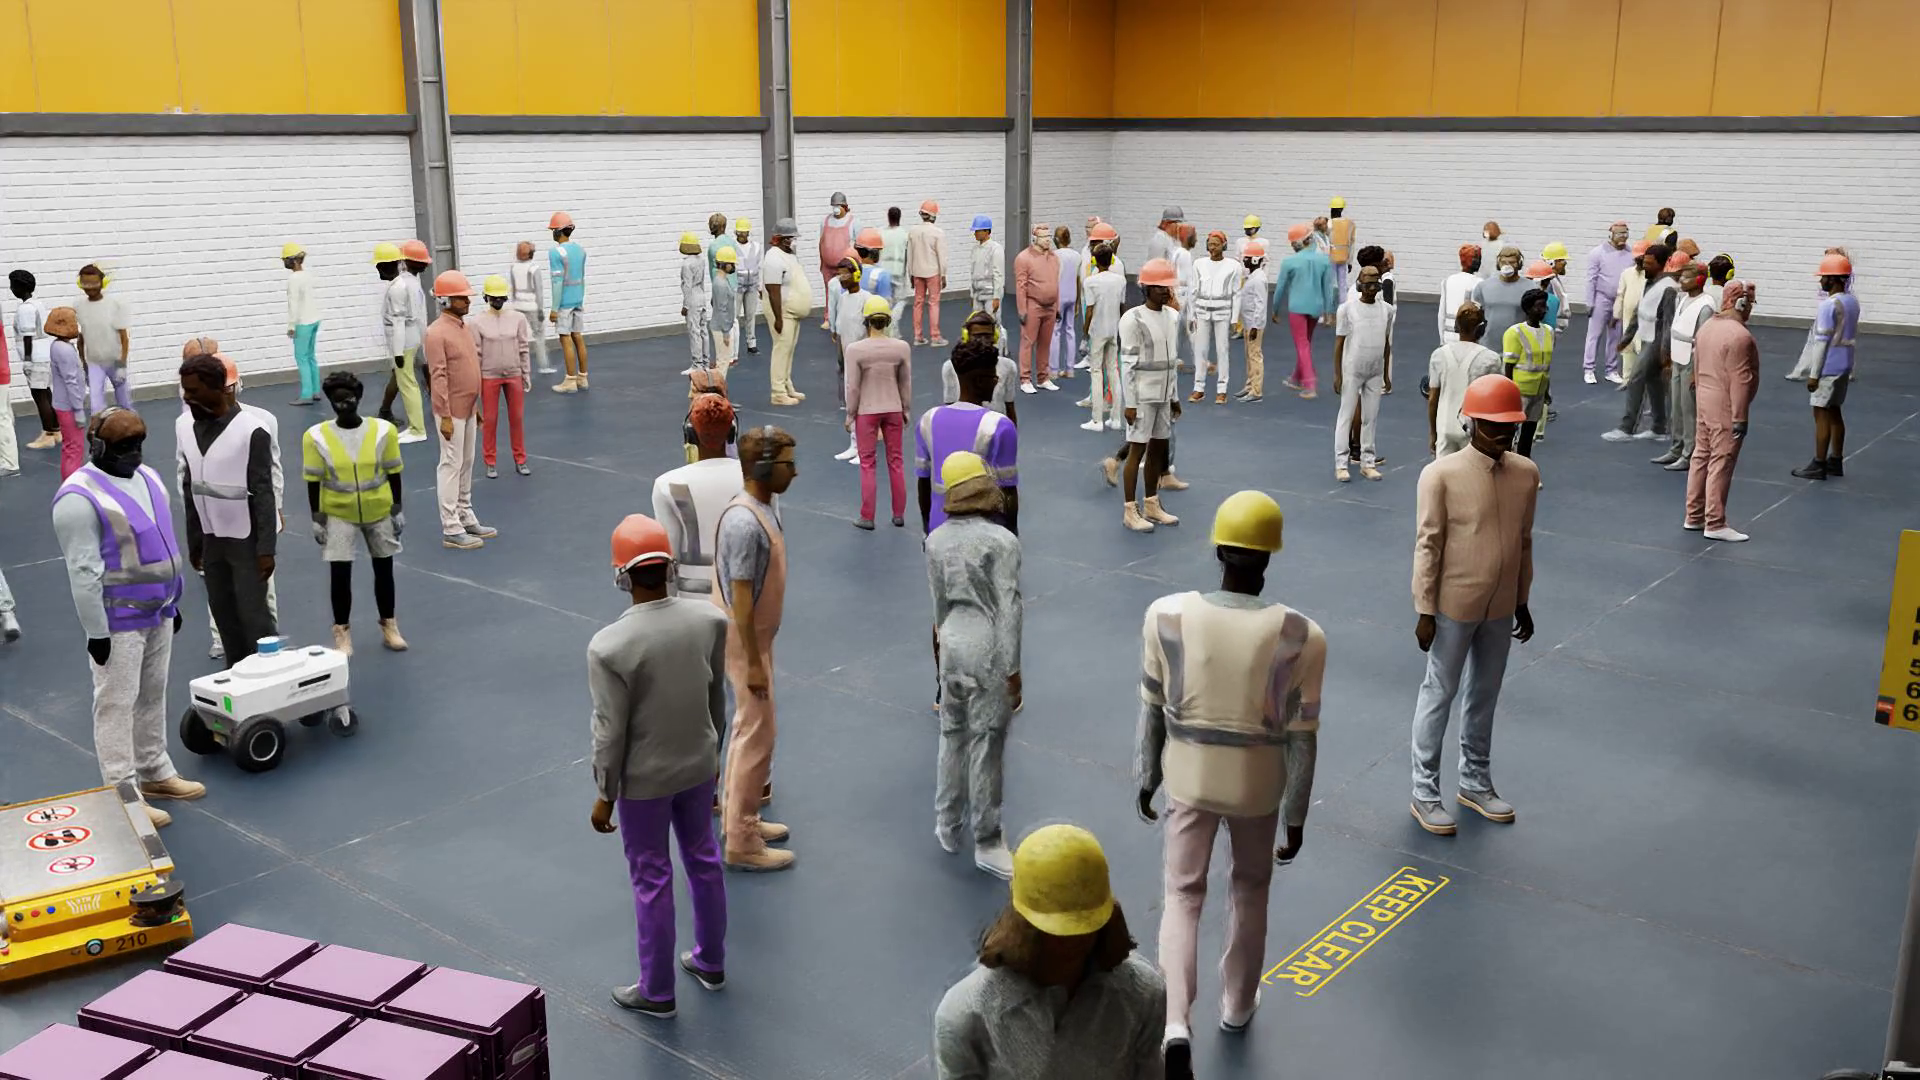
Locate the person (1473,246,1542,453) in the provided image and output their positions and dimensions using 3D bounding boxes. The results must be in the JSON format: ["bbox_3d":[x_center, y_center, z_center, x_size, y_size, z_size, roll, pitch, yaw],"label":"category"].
[{"bbox_3d":[4.971,-1.715,15.235,0.627,1.940,0.373,6,15,22],"label":"person"}]

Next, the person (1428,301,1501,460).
[{"bbox_3d":[3.452,-0.711,11.413,0.508,1.846,0.345,11,18,37],"label":"person"}]

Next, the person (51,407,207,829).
[{"bbox_3d":[-3.618,0.327,7.284,0.430,1.838,0.624,1,14,5],"label":"person"}]

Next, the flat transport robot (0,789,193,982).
[{"bbox_3d":[-3.535,1.295,6.588,0.652,0.197,1.431,-9,17,-33],"label":"flat transport robot"}]

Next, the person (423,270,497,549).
[{"bbox_3d":[-3.629,-0.947,12.048,0.378,1.996,0.611,1,14,5],"label":"person"}]

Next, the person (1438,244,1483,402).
[{"bbox_3d":[4.903,-1.931,16.212,0.360,1.883,0.574,-7,16,-27],"label":"person"}]

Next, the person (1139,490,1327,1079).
[{"bbox_3d":[0.837,0.792,5.301,0.587,1.904,0.819,4,15,15],"label":"person"}]

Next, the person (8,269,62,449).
[{"bbox_3d":[-8.735,-1.710,15.727,0.319,1.688,0.538,-4,15,-16],"label":"person"}]

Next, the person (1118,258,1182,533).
[{"bbox_3d":[1.455,-1.086,12.508,0.378,2.044,0.607,14,19,43],"label":"person"}]

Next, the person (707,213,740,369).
[{"bbox_3d":[-2.970,-3.104,20.786,0.379,1.940,0.629,3,14,11],"label":"person"}]

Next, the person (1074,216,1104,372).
[{"bbox_3d":[1.652,-3.039,20.591,0.407,1.908,0.641,-6,15,-23],"label":"person"}]

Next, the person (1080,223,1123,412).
[{"bbox_3d":[1.525,-2.370,17.735,0.387,1.992,0.626,-4,15,-17],"label":"person"}]

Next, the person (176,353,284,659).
[{"bbox_3d":[-4.171,-0.198,9.544,0.560,1.752,0.324,-6,15,-22],"label":"person"}]

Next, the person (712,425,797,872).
[{"bbox_3d":[-0.847,0.439,6.859,0.366,1.829,0.519,0,14,0],"label":"person"}]

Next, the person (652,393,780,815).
[{"bbox_3d":[-1.059,0.288,7.345,0.572,1.883,0.353,-6,15,-23],"label":"person"}]

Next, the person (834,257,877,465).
[{"bbox_3d":[-0.947,-1.615,15.011,0.341,1.857,0.521,-11,18,-37],"label":"person"}]

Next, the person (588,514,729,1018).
[{"bbox_3d":[-1.037,0.769,5.693,0.339,1.746,0.562,12,19,40],"label":"person"}]

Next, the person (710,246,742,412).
[{"bbox_3d":[-2.486,-2.230,17.668,0.343,1.755,0.531,-2,14,-7],"label":"person"}]

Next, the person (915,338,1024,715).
[{"bbox_3d":[0.052,-0.051,8.534,0.608,1.962,0.374,10,17,35],"label":"person"}]

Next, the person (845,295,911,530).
[{"bbox_3d":[-0.622,-0.956,12.553,0.534,1.767,0.313,-6,15,-23],"label":"person"}]

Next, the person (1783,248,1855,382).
[{"bbox_3d":[10.283,-2.645,19.646,0.857,1.593,0.522,-3,14,-11],"label":"person"}]

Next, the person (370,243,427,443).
[{"bbox_3d":[-5.393,-1.884,15.970,0.397,1.917,0.586,-4,14,-14],"label":"person"}]

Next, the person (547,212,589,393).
[{"bbox_3d":[-4.500,-2.704,18.973,0.373,2.042,0.614,5,15,19],"label":"person"}]

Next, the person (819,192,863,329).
[{"bbox_3d":[-1.803,-4.145,24.738,0.672,2.000,0.536,4,15,15],"label":"person"}]

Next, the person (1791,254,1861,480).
[{"bbox_3d":[7.485,-1.488,14.366,0.546,1.927,0.411,-10,17,-36],"label":"person"}]

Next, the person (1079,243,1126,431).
[{"bbox_3d":[1.422,-2.017,16.595,0.534,1.863,0.311,-8,16,-29],"label":"person"}]

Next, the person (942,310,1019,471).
[{"bbox_3d":[0.129,-0.571,10.830,0.516,1.860,0.316,-1,14,-5],"label":"person"}]

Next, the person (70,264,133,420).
[{"bbox_3d":[-7.668,-1.573,14.933,0.482,1.819,1.015,-3,14,-13],"label":"person"}]

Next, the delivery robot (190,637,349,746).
[{"bbox_3d":[-3.360,0.717,8.132,0.477,0.478,0.707,9,17,33],"label":"delivery robot"}]

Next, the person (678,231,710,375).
[{"bbox_3d":[-3.273,-2.898,20.354,0.291,1.746,0.484,4,15,16],"label":"person"}]

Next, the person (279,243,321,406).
[{"bbox_3d":[-7.194,-2.354,18.161,0.367,1.757,0.546,0,14,0],"label":"person"}]

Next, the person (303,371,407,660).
[{"bbox_3d":[-3.428,-0.139,9.467,0.541,1.671,0.399,-6,15,-22],"label":"person"}]

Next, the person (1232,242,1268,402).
[{"bbox_3d":[3.214,-2.405,18.364,0.327,1.753,0.562,0,14,1],"label":"person"}]

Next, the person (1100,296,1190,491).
[{"bbox_3d":[1.553,-1.220,13.764,0.698,1.677,0.537,1,14,5],"label":"person"}]

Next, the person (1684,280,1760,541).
[{"bbox_3d":[5.649,-0.955,12.267,0.408,1.907,0.638,-1,14,-2],"label":"person"}]

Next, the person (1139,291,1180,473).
[{"bbox_3d":[1.756,-1.393,14.568,0.285,1.633,0.500,-3,14,-10],"label":"person"}]

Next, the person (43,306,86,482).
[{"bbox_3d":[-6.954,-1.013,13.044,0.285,1.634,0.499,-9,17,-32],"label":"person"}]

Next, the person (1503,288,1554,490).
[{"bbox_3d":[4.713,-1.241,13.830,0.531,1.698,0.320,-8,16,-28],"label":"person"}]
